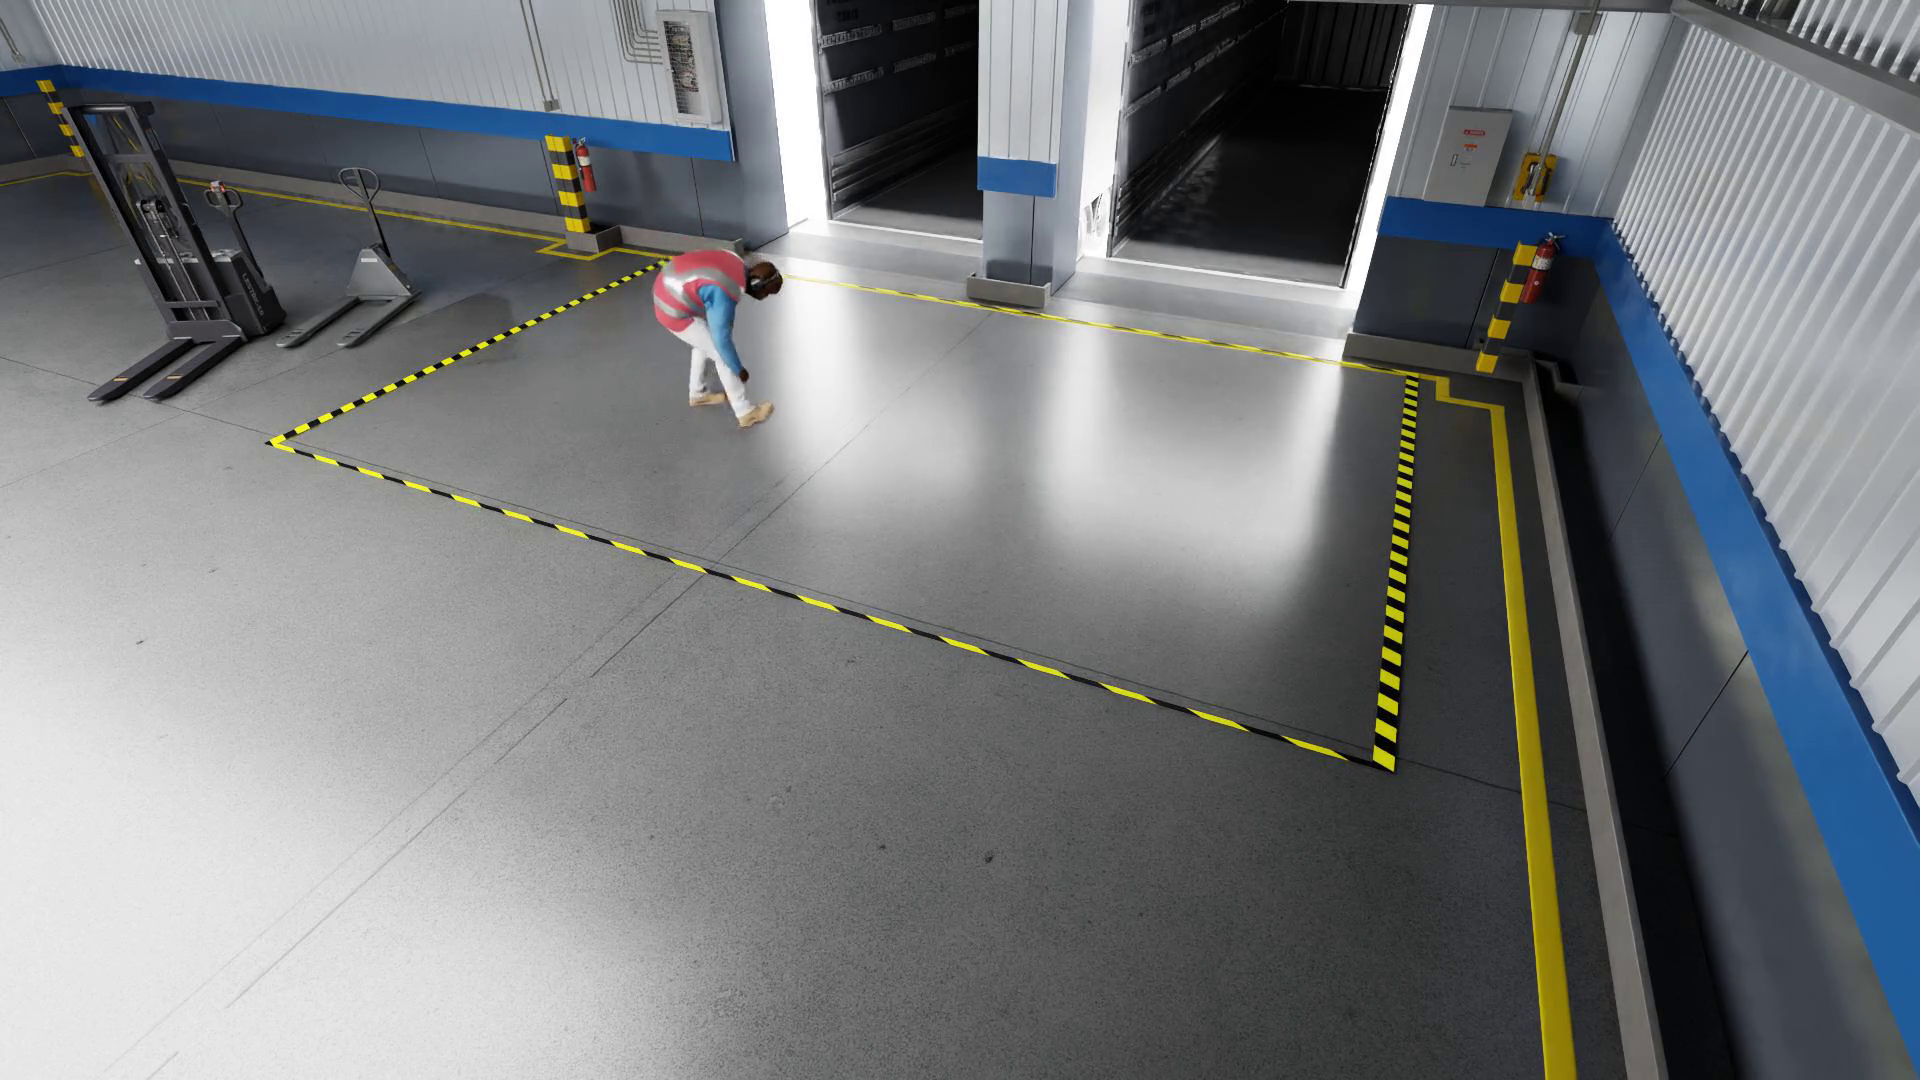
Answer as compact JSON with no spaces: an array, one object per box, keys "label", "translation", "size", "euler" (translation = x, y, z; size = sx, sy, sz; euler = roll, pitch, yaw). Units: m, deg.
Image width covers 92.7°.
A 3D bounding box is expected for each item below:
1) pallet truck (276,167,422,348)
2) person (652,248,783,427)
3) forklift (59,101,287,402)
[{"label":"pallet truck","translation":[-5.732,-2.611,8.414],"size":[0.680,1.201,1.601],"euler":[-1,35,-1]},{"label":"person","translation":[-1.774,-1.540,6.868],"size":[0.917,1.270,0.870],"euler":[-13,37,-18]},{"label":"forklift","translation":[-6.686,-2.387,7.434],"size":[0.823,1.965,1.885],"euler":[-3,35,-5]}]
